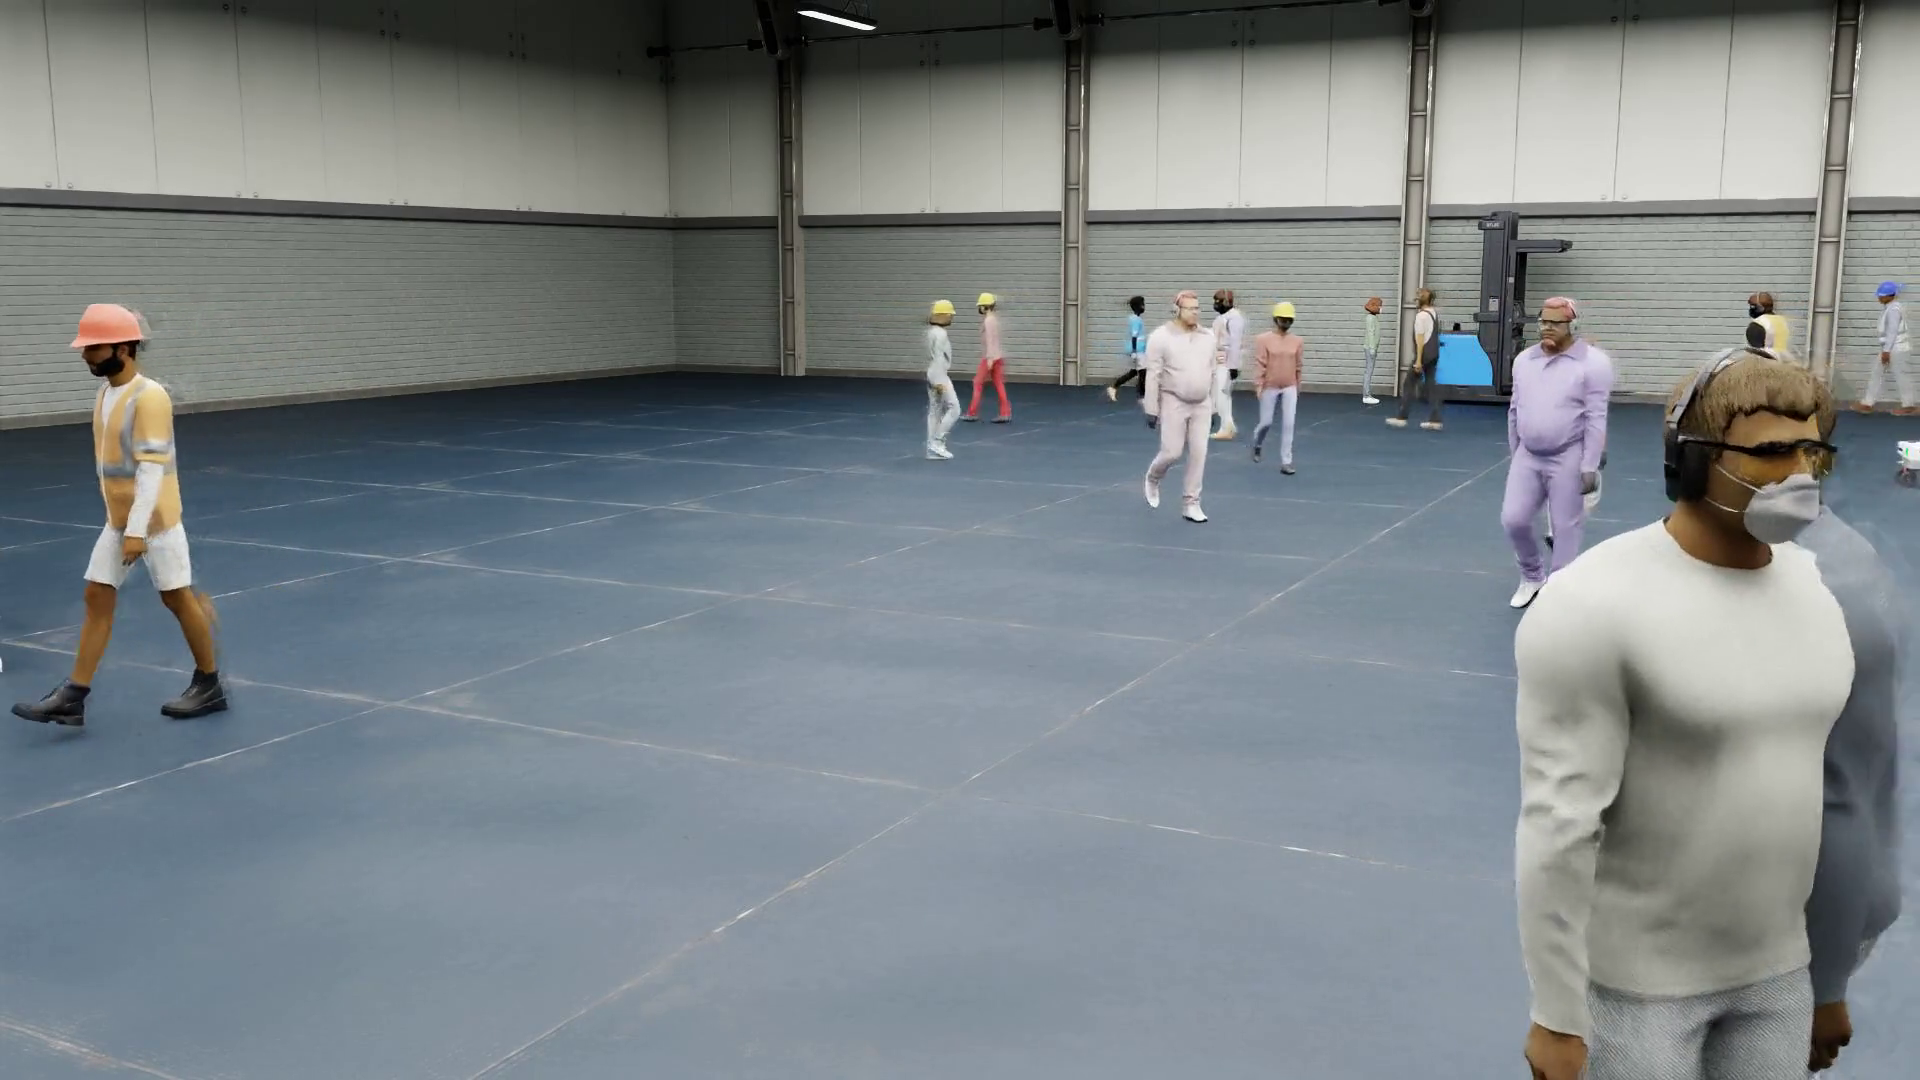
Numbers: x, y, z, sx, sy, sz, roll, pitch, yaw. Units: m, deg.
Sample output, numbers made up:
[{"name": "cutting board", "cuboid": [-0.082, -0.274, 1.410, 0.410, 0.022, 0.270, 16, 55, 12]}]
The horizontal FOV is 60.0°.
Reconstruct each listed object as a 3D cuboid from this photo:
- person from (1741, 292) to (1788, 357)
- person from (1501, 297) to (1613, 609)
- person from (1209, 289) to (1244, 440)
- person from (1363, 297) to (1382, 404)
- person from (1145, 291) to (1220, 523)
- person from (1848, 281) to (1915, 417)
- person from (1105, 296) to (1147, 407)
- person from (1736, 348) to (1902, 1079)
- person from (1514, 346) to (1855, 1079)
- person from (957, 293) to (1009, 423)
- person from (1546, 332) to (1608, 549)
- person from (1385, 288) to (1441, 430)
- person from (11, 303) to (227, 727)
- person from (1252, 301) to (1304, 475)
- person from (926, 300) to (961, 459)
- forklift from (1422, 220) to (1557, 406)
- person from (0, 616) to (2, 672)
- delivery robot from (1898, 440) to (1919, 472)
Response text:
[{"name": "person", "cuboid": [8.503, -1.712, 17.648, 0.651, 1.822, 0.445, -7, 11, -35]}, {"name": "person", "cuboid": [3.468, -0.469, 9.765, 0.424, 1.894, 0.642, -9, 13, -43]}, {"name": "person", "cuboid": [3.181, -2.110, 20.096, 0.463, 1.823, 0.649, -1, 9, -8]}, {"name": "person", "cuboid": [6.409, -2.948, 25.853, 0.289, 1.633, 0.498, 3, 10, 16]}, {"name": "person", "cuboid": [1.830, -1.116, 13.776, 0.650, 1.888, 0.662, -4, 10, -21]}, {"name": "person", "cuboid": [13.074, -2.696, 23.481, 0.930, 1.889, 0.622, 2, 9, 13]}, {"name": "person", "cuboid": [2.602, -2.867, 25.238, 0.727, 1.674, 0.538, 1, 9, 6]}, {"name": "person", "cuboid": [1.385, 0.635, 2.879, 0.443, 1.922, 0.647, 3, 10, 19]}, {"name": "person", "cuboid": [1.124, 0.671, 2.595, 0.638, 1.940, 0.351, -4, 10, -22]}, {"name": "person", "cuboid": [0.298, -2.444, 22.419, 0.826, 1.727, 0.543, 2, 9, 14]}, {"name": "person", "cuboid": [4.196, -0.617, 11.471, 0.437, 1.626, 0.530, -7, 12, -37]}, {"name": "person", "cuboid": [5.940, -2.356, 21.646, 0.836, 1.811, 0.541, 9, 13, 44]}, {"name": "person", "cuboid": [-3.774, -0.092, 7.417, 0.567, 1.890, 0.952, 7, 12, 37]}, {"name": "person", "cuboid": [3.241, -1.571, 17.000, 0.526, 1.742, 0.669, -1, 9, -7]}, {"name": "person", "cuboid": [-0.183, -1.740, 18.081, 0.413, 1.725, 0.509, -1, 9, -9]}, {"name": "forklift", "cuboid": [8.245, -3.527, 25.720, 1.873, 2.768, 1.129, 5, 10, 27]}, {"name": "person", "cuboid": [-5.099, -0.225, 8.332, 0.329, 1.872, 0.507, 5, 11, 30]}, {"name": "delivery robot", "cuboid": [9.388, -0.823, 15.906, 0.707, 0.478, 0.477, 3, 10, 18]}]
